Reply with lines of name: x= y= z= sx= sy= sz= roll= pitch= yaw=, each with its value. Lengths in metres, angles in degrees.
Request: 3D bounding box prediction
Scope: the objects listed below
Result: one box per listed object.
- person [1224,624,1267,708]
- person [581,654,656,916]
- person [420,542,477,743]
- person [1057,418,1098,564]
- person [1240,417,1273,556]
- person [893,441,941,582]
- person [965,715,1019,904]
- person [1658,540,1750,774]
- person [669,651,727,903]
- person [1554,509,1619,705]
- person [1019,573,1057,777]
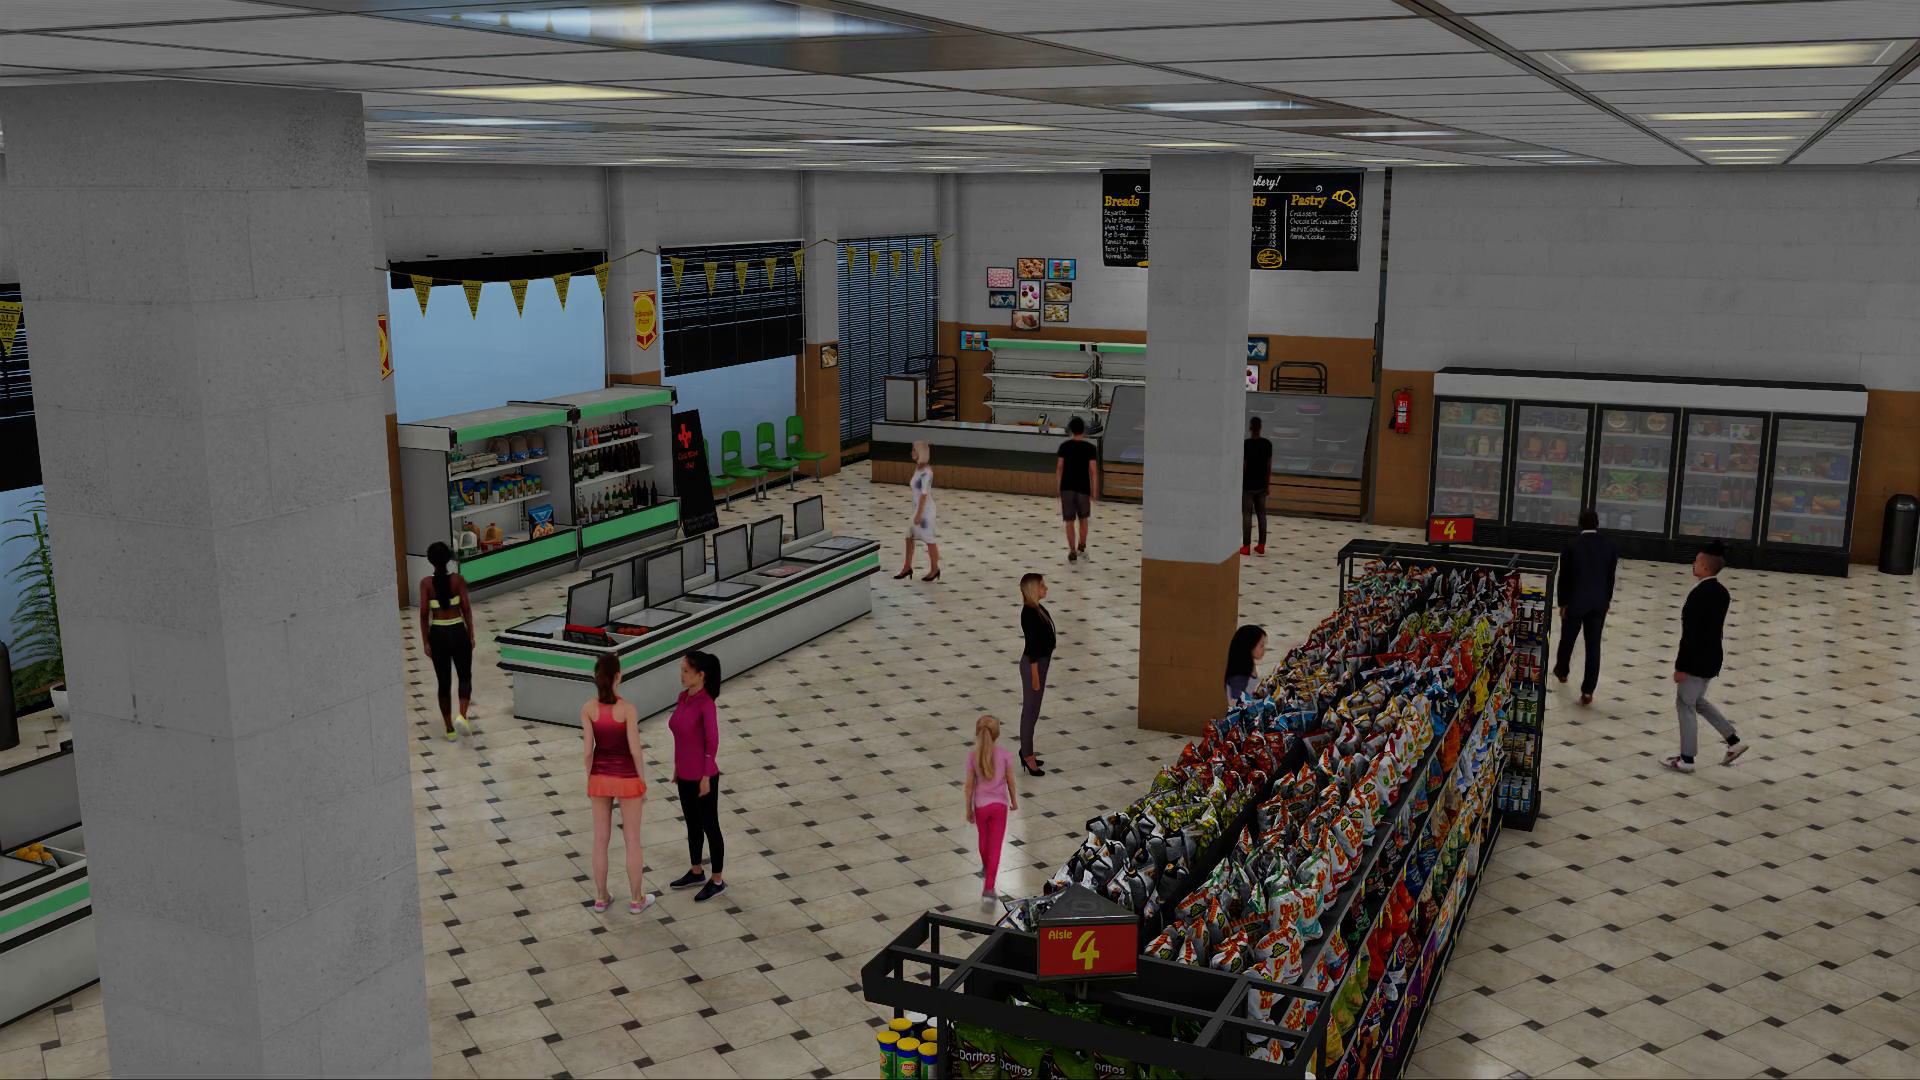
person: x=2.018 y=1.424 z=11.839 sx=0.679 sy=1.707 sz=0.508 roll=4 pitch=12 yaw=17
person: x=-2.268 y=1.594 z=10.924 sx=0.631 sy=1.752 sz=0.646 roll=2 pitch=12 yaw=7
person: x=-4.371 y=0.899 z=14.243 sx=0.797 sy=1.744 sz=0.865 roll=-4 pitch=13 yaw=-18
person: x=1.464 y=-0.611 z=21.214 sx=0.923 sy=1.826 sz=1.147 roll=0 pitch=12 yaw=1
person: x=3.841 y=-0.709 z=21.728 sx=0.701 sy=1.807 sz=0.759 roll=-4 pitch=13 yaw=-19
person: x=-0.363 y=-0.334 z=20.138 sx=0.910 sy=1.729 sz=0.856 roll=-4 pitch=13 yaw=-18
person: x=0.206 y=1.808 z=11.130 sx=0.609 sy=1.249 sz=0.940 roll=3 pitch=12 yaw=12
person: x=6.070 y=0.973 z=13.420 sx=0.937 sy=1.938 sz=0.950 roll=11 pitch=16 yaw=43
person: x=-1.756 y=1.566 z=11.186 sx=0.687 sy=1.699 sz=0.666 roll=-10 pitch=16 yaw=-41
person: x=5.795 y=0.646 z=15.358 sx=0.896 sy=1.780 sz=1.258 roll=2 pitch=12 yaw=11
person: x=0.593 y=1.079 z=13.566 sx=0.726 sy=1.671 sz=0.582 roll=1 pitch=12 yaw=4
